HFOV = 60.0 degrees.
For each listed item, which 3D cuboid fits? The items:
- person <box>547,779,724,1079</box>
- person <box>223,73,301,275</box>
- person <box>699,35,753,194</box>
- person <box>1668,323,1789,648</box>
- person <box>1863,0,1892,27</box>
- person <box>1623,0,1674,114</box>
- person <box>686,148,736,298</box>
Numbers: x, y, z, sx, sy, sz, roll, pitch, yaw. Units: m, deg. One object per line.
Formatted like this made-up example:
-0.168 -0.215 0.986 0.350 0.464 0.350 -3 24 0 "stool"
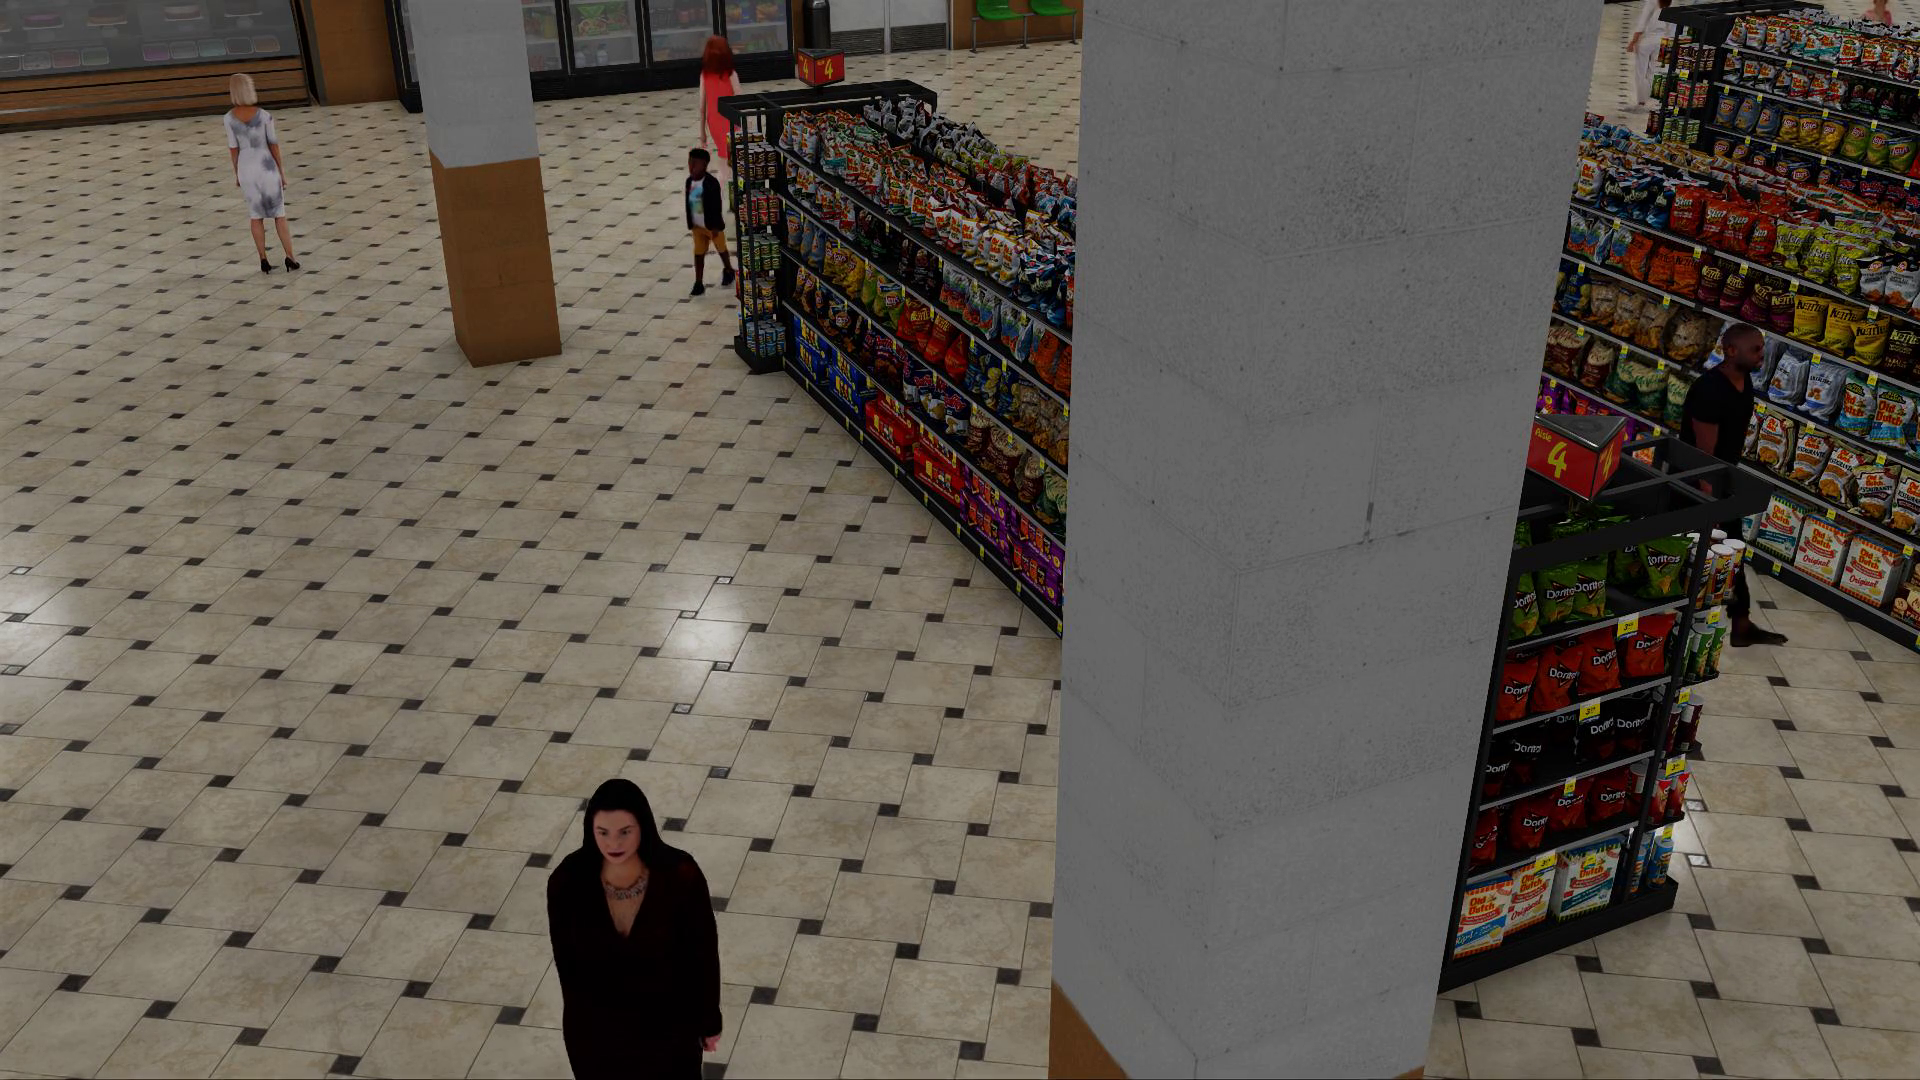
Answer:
-1.038 1.467 5.431 0.826 1.732 0.986 -4 27 -8 "person"
-6.177 -3.224 14.662 0.606 1.749 0.568 -6 28 -12 "person"
-2.280 -3.804 15.775 1.147 1.778 1.083 14 30 26 "person"
3.858 -0.299 8.865 0.859 1.775 1.229 -20 33 -34 "person"
11.749 -6.398 21.438 0.600 1.283 0.663 11 29 21 "person"
8.477 -6.109 20.423 0.634 1.684 0.582 -8 28 -16 "person"
-2.123 -2.737 14.263 0.876 1.242 0.935 9 28 18 "person"
